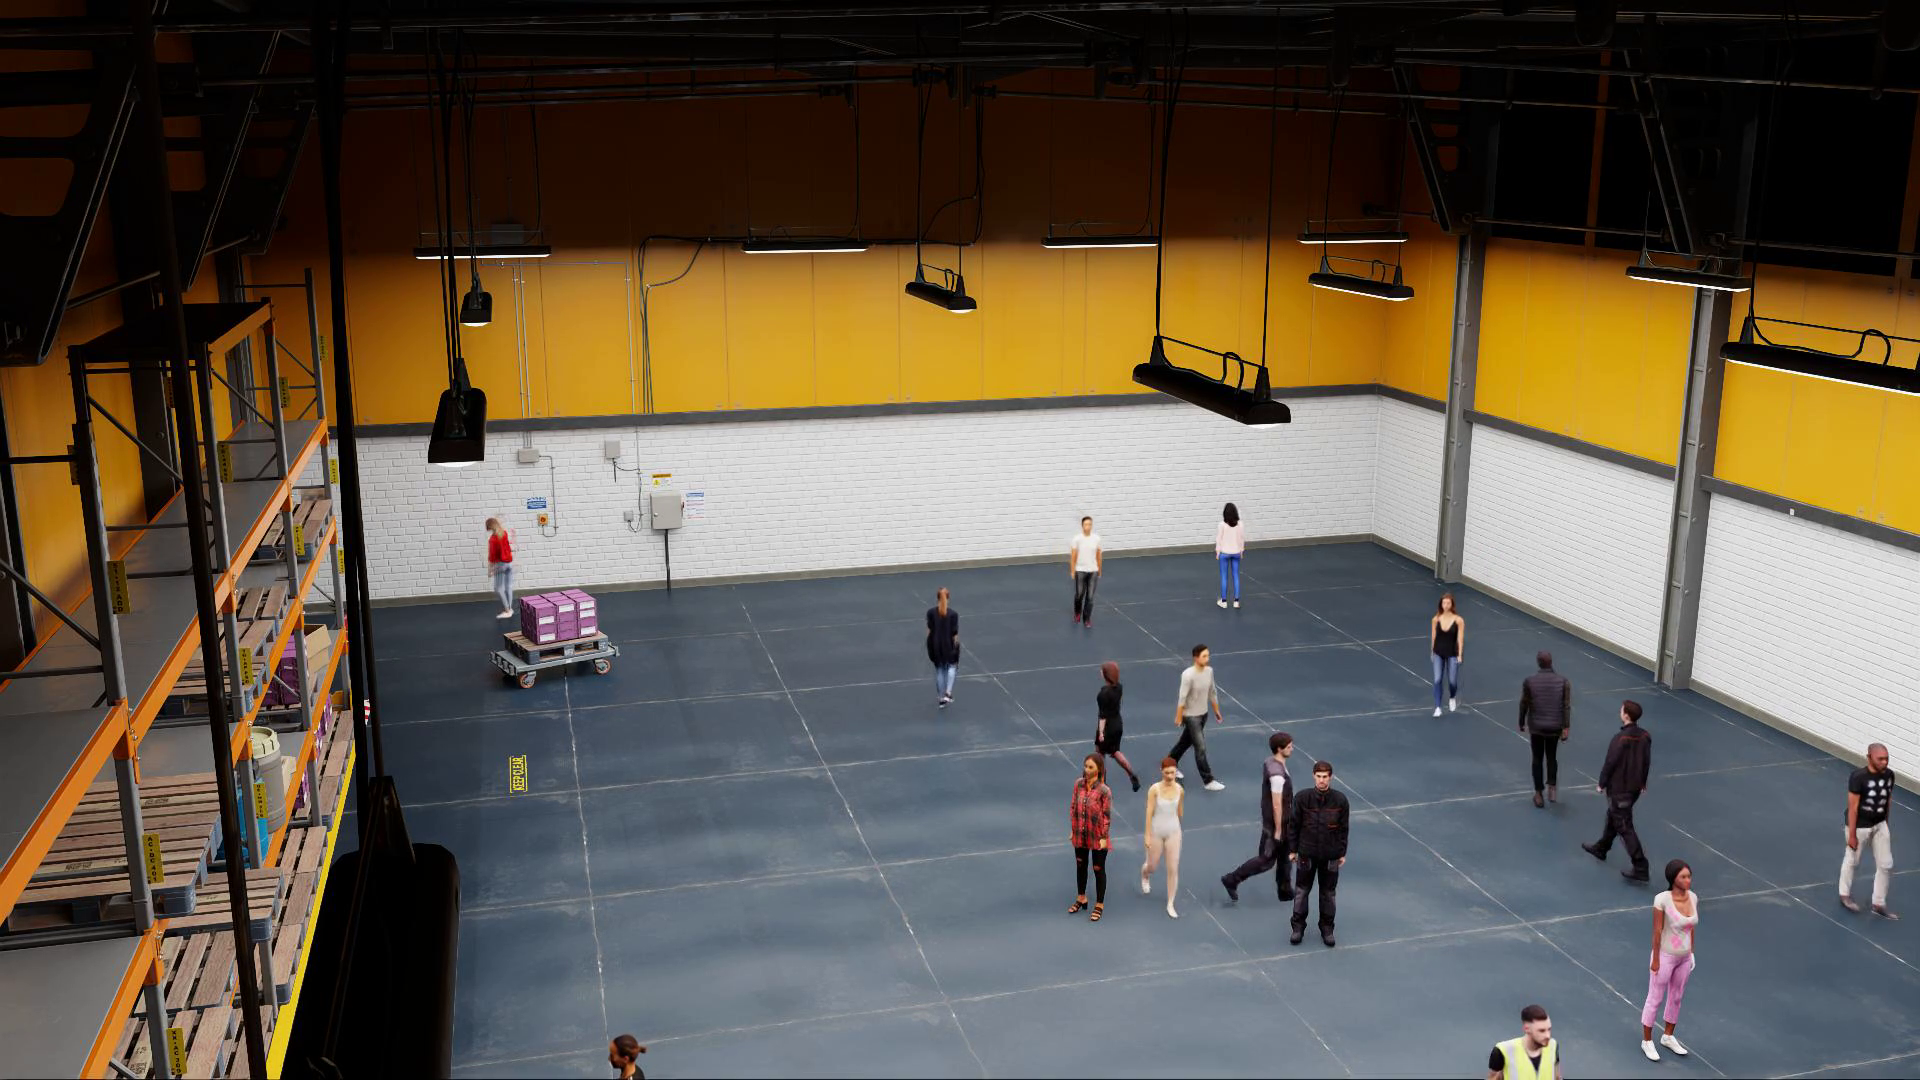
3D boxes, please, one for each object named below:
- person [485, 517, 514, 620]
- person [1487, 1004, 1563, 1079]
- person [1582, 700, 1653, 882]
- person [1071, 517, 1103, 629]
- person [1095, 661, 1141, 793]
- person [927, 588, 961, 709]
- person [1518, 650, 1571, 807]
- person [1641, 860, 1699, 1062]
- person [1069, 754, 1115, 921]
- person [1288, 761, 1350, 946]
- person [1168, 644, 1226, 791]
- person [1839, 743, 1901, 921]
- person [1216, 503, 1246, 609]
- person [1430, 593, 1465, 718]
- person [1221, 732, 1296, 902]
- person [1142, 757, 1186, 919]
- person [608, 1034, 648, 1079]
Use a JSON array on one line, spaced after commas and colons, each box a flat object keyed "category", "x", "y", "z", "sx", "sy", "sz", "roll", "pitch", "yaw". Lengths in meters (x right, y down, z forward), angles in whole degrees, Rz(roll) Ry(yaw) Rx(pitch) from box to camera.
[{"category": "person", "x": -7.398, "y": 0.425, "z": 26.963, "sx": 0.855, "sy": 1.677, "sz": 0.756, "roll": 10, "pitch": 17, "yaw": 36}, {"category": "person", "x": 3.889, "y": 4.049, "z": 11.667, "sx": 0.744, "sy": 1.832, "sz": 0.768, "roll": -4, "pitch": 14, "yaw": -18}, {"category": "person", "x": 6.999, "y": 2.648, "z": 17.380, "sx": 0.908, "sy": 1.867, "sz": 1.282, "roll": -7, "pitch": 15, "yaw": -28}, {"category": "person", "x": 2.005, "y": 0.484, "z": 26.468, "sx": 0.654, "sy": 1.794, "sz": 0.684, "roll": -2, "pitch": 14, "yaw": -9}, {"category": "person", "x": 1.825, "y": 2.242, "z": 19.440, "sx": 0.983, "sy": 1.686, "sz": 0.880, "roll": 10, "pitch": 17, "yaw": 37}, {"category": "person", "x": -0.250, "y": 1.483, "z": 22.605, "sx": 0.744, "sy": 1.672, "sz": 0.802, "roll": 2, "pitch": 14, "yaw": 10}, {"category": "person", "x": 6.809, "y": 2.213, "z": 19.322, "sx": 0.856, "sy": 1.798, "sz": 0.878, "roll": 7, "pitch": 15, "yaw": 26}, {"category": "person", "x": 6.002, "y": 3.524, "z": 14.039, "sx": 0.570, "sy": 1.737, "sz": 0.516, "roll": -4, "pitch": 14, "yaw": -17}, {"category": "person", "x": 1.303, "y": 2.934, "z": 16.553, "sx": 0.677, "sy": 1.699, "sz": 0.761, "roll": 10, "pitch": 17, "yaw": 36}, {"category": "person", "x": 3.452, "y": 2.996, "z": 15.999, "sx": 0.799, "sy": 1.839, "sz": 0.732, "roll": 2, "pitch": 14, "yaw": 7}, {"category": "person", "x": 2.735, "y": 2.086, "z": 19.923, "sx": 1.251, "sy": 1.762, "sz": 1.043, "roll": 13, "pitch": 18, "yaw": 42}, {"category": "person", "x": 9.037, "y": 2.855, "z": 16.698, "sx": 0.748, "sy": 1.785, "sz": 0.896, "roll": -2, "pitch": 14, "yaw": -9}, {"category": "person", "x": 4.467, "y": 0.245, "z": 27.510, "sx": 0.675, "sy": 1.769, "sz": 0.599, "roll": -1, "pitch": 14, "yaw": -5}, {"category": "person", "x": 6.550, "y": 1.524, "z": 22.345, "sx": 0.774, "sy": 1.715, "sz": 0.836, "roll": 7, "pitch": 15, "yaw": 27}, {"category": "person", "x": 3.078, "y": 2.823, "z": 16.755, "sx": 0.979, "sy": 1.820, "sz": 1.137, "roll": 2, "pitch": 14, "yaw": 6}, {"category": "person", "x": 2.026, "y": 2.932, "z": 16.711, "sx": 0.622, "sy": 1.629, "sz": 0.886, "roll": -3, "pitch": 14, "yaw": -13}, {"category": "person", "x": -2.238, "y": 4.176, "z": 11.490, "sx": 0.640, "sy": 1.669, "sz": 0.461, "roll": -3, "pitch": 14, "yaw": -13}]
